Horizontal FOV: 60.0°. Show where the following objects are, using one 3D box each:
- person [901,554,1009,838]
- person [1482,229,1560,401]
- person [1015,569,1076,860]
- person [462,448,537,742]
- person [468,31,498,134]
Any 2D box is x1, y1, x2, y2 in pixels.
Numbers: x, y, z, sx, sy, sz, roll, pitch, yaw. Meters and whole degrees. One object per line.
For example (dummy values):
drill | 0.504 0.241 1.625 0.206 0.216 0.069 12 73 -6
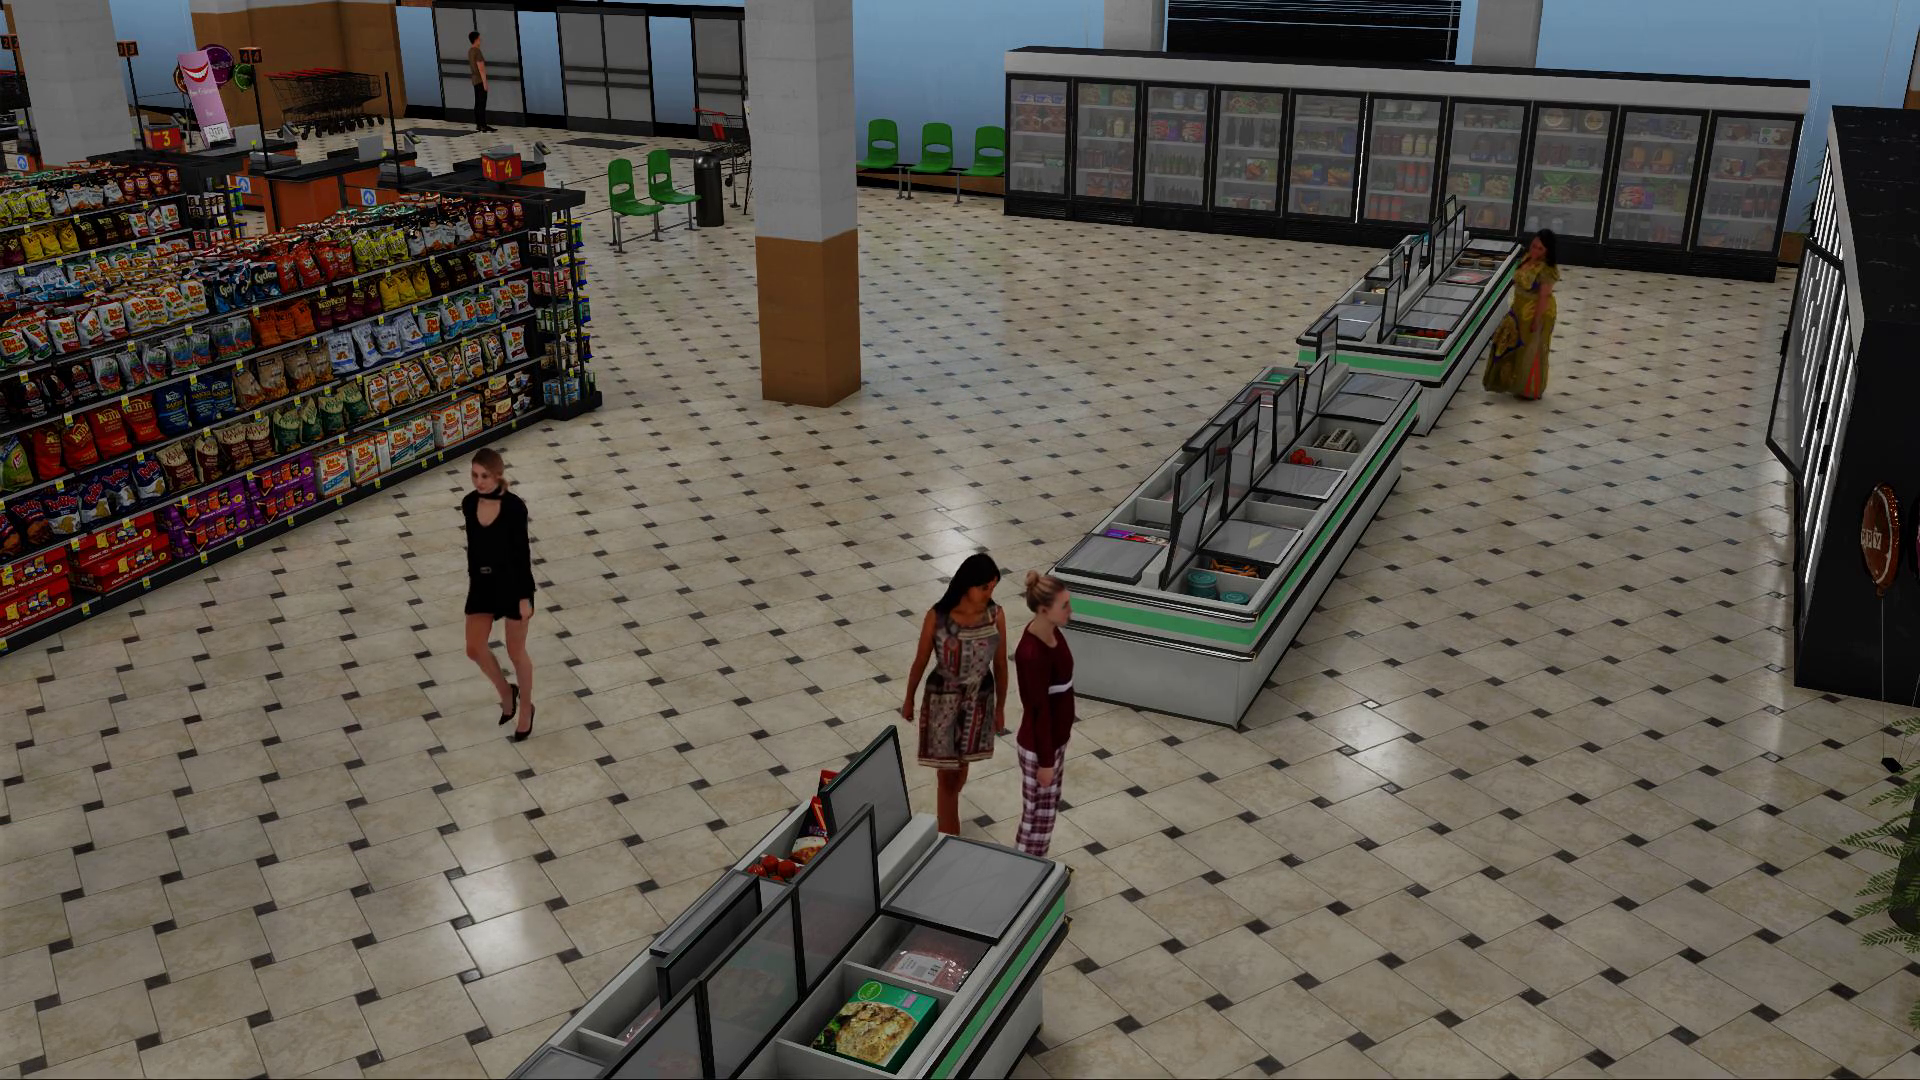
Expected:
person | -0.006 0.799 8.297 1.026 1.594 1.134 -3 22 -8
person | 5.300 -2.085 15.427 1.107 1.630 1.050 -4 22 -10
person | 0.390 0.926 7.838 0.718 1.701 0.530 4 22 10
person | -2.536 0.288 9.357 0.640 1.753 0.640 6 23 14
person | -9.141 -8.706 31.609 0.750 1.852 0.747 -14 26 -31
